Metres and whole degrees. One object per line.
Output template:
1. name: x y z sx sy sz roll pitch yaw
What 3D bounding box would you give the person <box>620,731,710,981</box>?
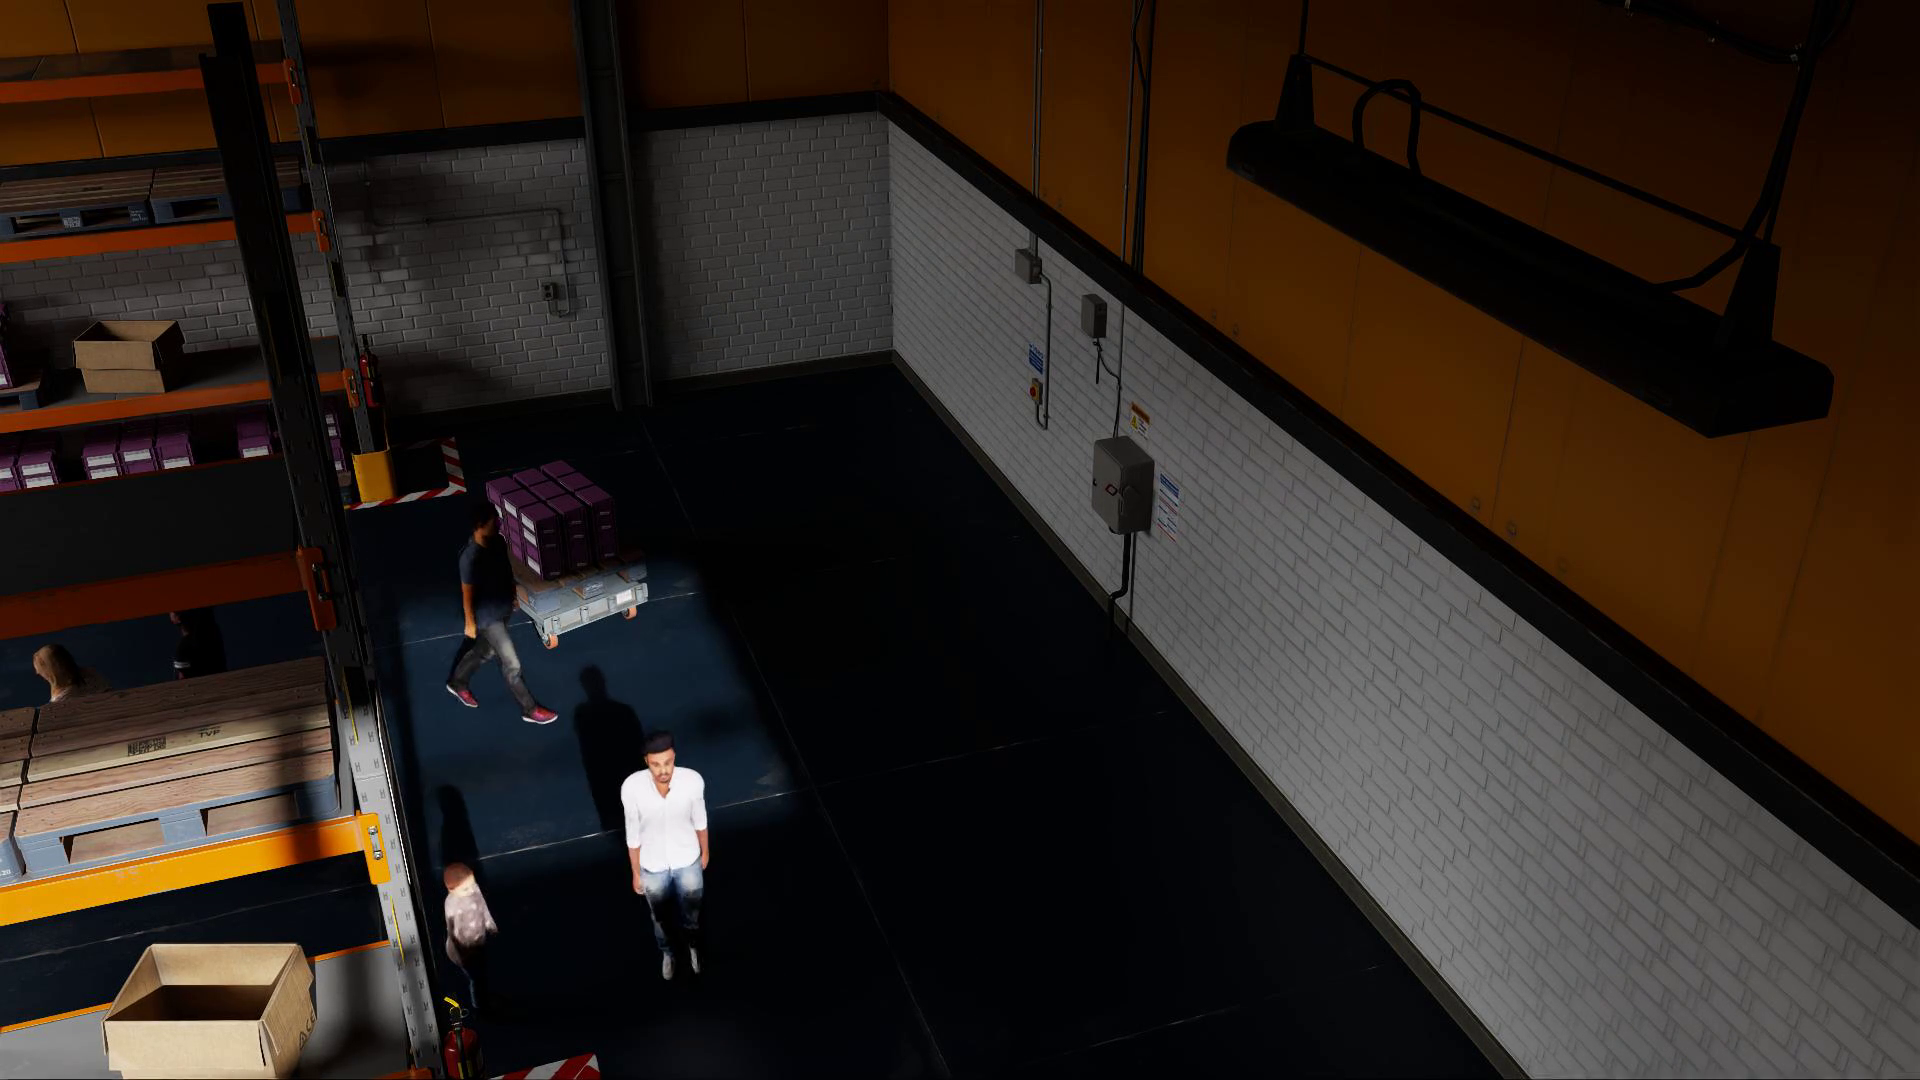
1. person: -1.735 1.815 9.927 0.626 1.800 0.755 -3 29 -5

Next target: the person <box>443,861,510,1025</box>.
1. person: -2.887 2.326 9.646 0.635 1.172 0.590 5 29 8

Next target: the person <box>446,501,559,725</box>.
1. person: -3.557 0.538 12.305 1.275 1.764 1.094 8 30 14

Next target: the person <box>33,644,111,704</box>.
1. person: -5.415 1.434 10.642 1.072 1.785 0.942 7 29 12
